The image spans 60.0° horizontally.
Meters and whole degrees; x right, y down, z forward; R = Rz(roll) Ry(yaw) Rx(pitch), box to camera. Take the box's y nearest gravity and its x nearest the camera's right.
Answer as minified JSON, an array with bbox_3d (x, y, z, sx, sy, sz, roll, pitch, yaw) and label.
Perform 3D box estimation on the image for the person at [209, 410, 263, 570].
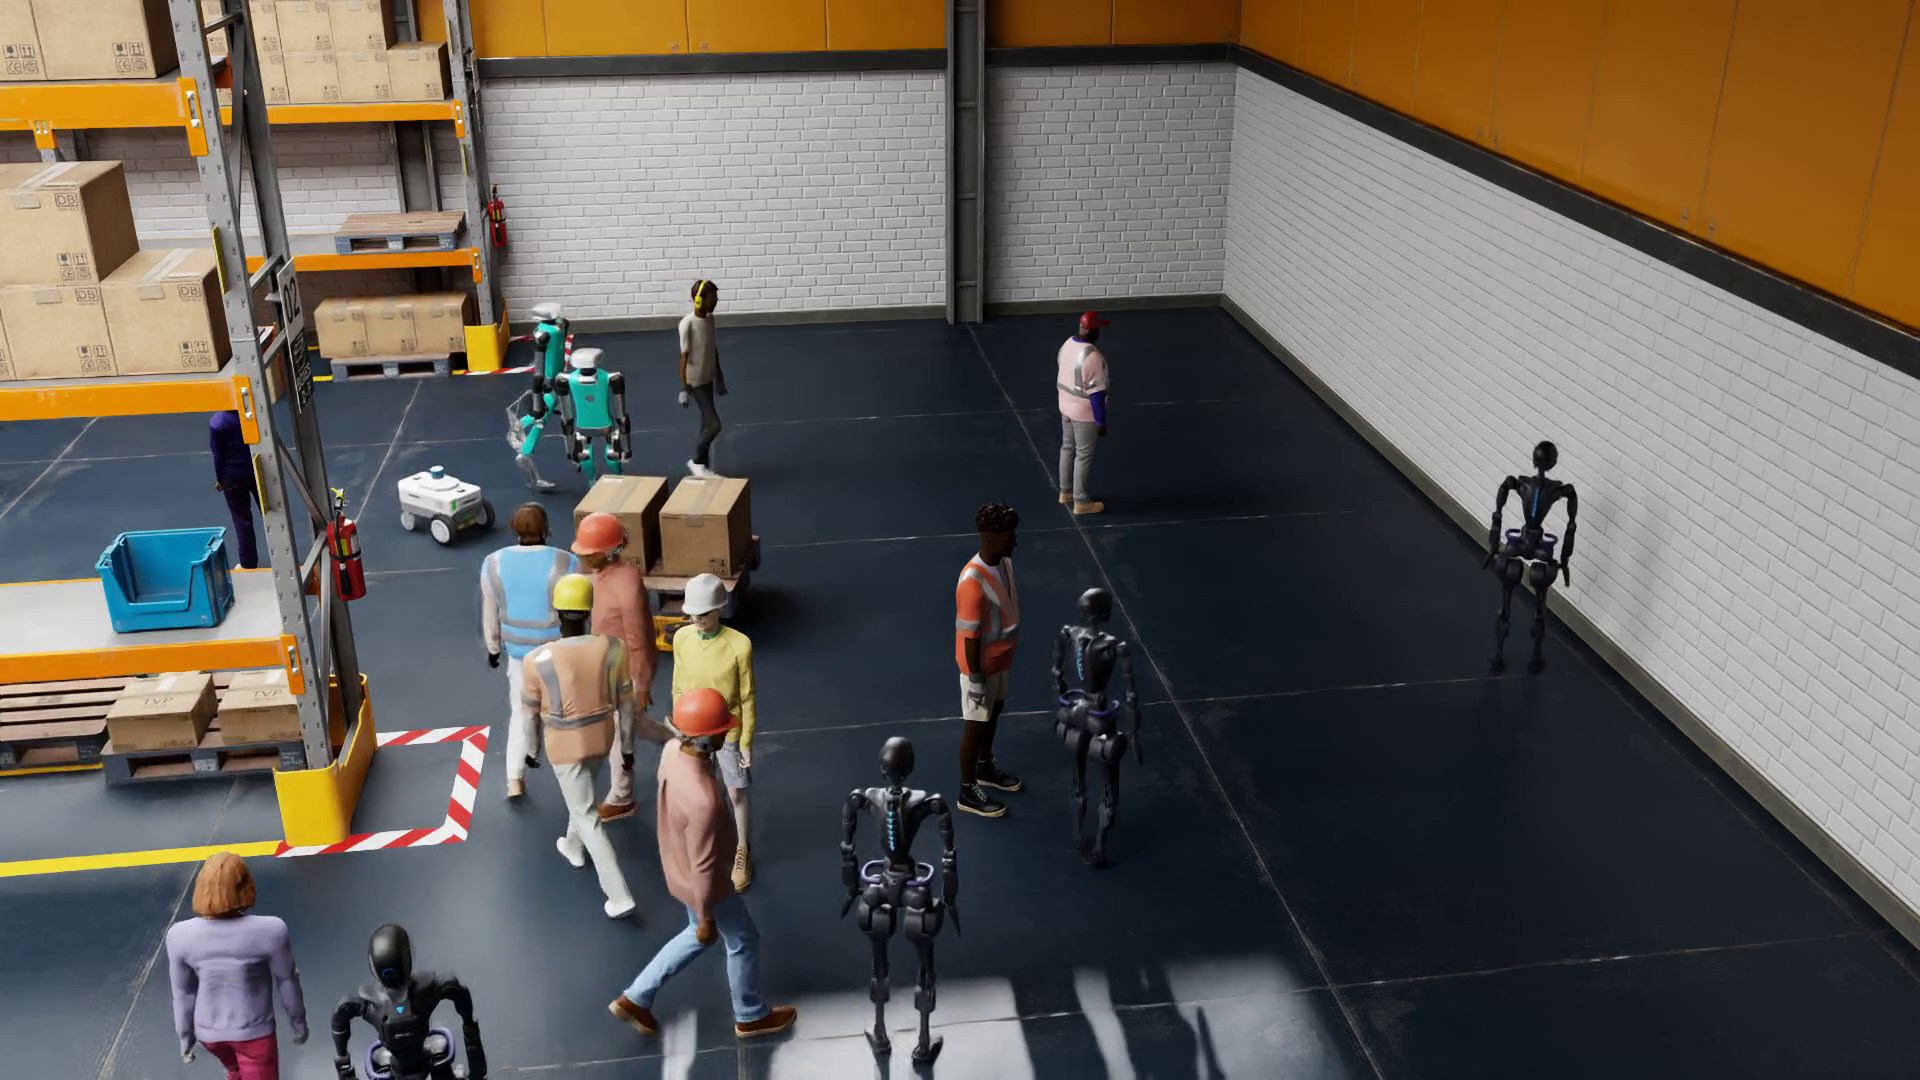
[{"bbox_3d":[-5.528,-0.505,12.857,0.327,1.624,0.450,19,30,36],"label":"person"}]

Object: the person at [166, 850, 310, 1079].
[{"bbox_3d":[-3.044,2.071,7.034,0.507,1.584,0.817,-1,24,-2],"label":"person"}]

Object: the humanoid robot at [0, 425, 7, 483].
[{"bbox_3d":[-8.495,-1.158,14.290,0.611,1.641,0.457,12,26,25],"label":"humanoid robot"}]

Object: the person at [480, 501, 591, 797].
[{"bbox_3d":[-2.539,0.659,9.996,0.663,1.813,0.804,4,24,8],"label":"person"}]

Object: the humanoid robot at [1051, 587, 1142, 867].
[{"bbox_3d":[0.730,1.037,9.293,0.603,1.664,0.361,18,29,35],"label":"humanoid robot"}]

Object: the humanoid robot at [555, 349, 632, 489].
[{"bbox_3d":[-2.865,-0.760,13.290,0.536,1.741,0.808,-2,24,-4],"label":"humanoid robot"}]

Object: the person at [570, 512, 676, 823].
[{"bbox_3d":[-1.925,0.709,9.680,0.694,1.954,0.649,-12,26,-25],"label":"person"}]

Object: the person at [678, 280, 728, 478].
[{"bbox_3d":[-2.227,-1.356,14.525,0.435,1.843,0.542,10,25,21],"label":"person"}]

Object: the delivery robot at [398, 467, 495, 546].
[{"bbox_3d":[-4.272,-0.300,13.746,0.814,0.612,0.499,14,27,29],"label":"delivery robot"}]

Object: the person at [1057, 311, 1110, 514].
[{"bbox_3d":[1.053,-1.078,14.025,0.417,1.747,0.595,-12,26,-25],"label":"person"}]

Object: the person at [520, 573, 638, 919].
[{"bbox_3d":[-2.004,1.087,8.916,0.581,1.878,0.967,-18,30,-35],"label":"person"}]

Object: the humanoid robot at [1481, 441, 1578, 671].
[{"bbox_3d":[3.888,0.113,11.388,0.589,1.658,0.355,9,25,20],"label":"humanoid robot"}]

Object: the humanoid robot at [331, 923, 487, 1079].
[{"bbox_3d":[-2.166,2.187,6.665,0.600,1.635,0.391,-8,25,-18],"label":"humanoid robot"}]

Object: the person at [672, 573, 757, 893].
[{"bbox_3d":[-1.327,1.034,9.025,0.473,1.892,0.383,6,24,13],"label":"person"}]

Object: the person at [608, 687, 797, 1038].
[{"bbox_3d":[-1.226,1.556,7.751,0.789,1.951,0.625,-11,26,-23],"label":"person"}]

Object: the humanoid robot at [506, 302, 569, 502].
[{"bbox_3d":[-3.695,-1.144,14.280,0.778,1.850,0.537,4,24,9],"label":"humanoid robot"}]

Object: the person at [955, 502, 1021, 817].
[{"bbox_3d":[0.167,0.683,9.743,0.368,1.958,0.604,8,25,18],"label":"person"}]

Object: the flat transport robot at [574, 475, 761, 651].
[{"bbox_3d":[-2.167,0.433,12.409,0.659,0.231,1.431,2,24,5],"label":"flat transport robot"}]

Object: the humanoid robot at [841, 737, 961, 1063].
[{"bbox_3d":[-0.289,1.690,7.800,0.588,1.647,0.379,3,24,7],"label":"humanoid robot"}]
